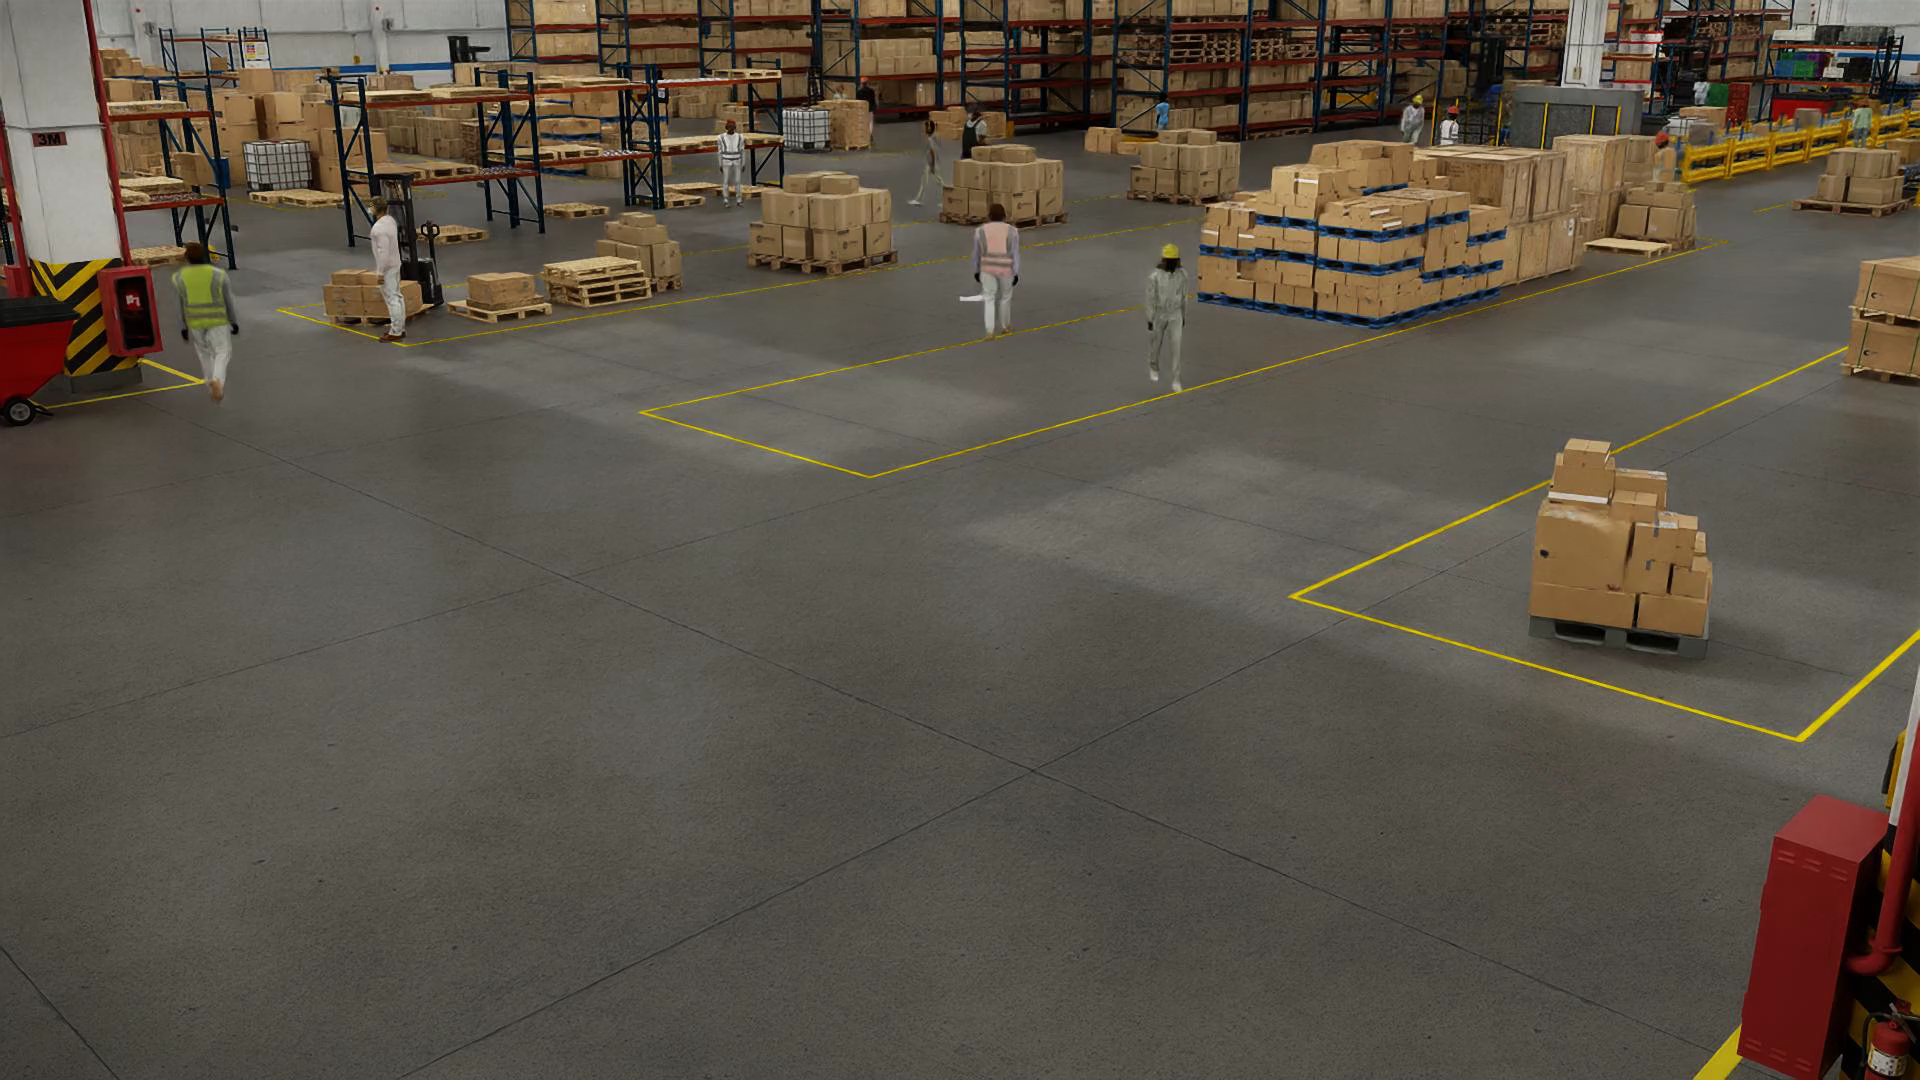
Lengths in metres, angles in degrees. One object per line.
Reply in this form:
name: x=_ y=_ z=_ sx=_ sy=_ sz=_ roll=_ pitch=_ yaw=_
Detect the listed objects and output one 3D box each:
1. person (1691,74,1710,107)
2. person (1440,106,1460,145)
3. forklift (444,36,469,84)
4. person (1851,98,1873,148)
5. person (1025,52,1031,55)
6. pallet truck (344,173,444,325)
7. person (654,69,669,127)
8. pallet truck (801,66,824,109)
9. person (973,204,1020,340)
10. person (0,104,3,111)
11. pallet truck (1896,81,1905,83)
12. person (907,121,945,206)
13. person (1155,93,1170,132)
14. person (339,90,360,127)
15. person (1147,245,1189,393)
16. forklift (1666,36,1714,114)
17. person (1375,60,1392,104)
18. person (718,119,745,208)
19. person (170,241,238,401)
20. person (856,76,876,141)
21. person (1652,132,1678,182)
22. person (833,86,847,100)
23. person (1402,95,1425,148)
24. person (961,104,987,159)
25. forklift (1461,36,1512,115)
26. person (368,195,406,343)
person: x=26.080 y=-15.596 z=58.677 sx=0.550 sy=1.648 sz=0.850 roll=16 pitch=24 yaw=40
person: x=11.425 y=-9.150 z=38.848 sx=0.398 sy=1.929 sz=0.542 roll=-9 pitch=20 yaw=-26
forklift: x=-18.776 y=-17.499 z=62.503 sx=1.129 sy=2.768 sz=1.873 roll=17 pitch=25 yaw=41
person: x=24.987 y=-11.412 z=46.114 sx=0.507 sy=1.631 sz=0.268 roll=-1 pitch=18 yaw=-2
person: x=3.068 y=-21.374 z=75.696 sx=0.408 sy=1.913 sz=0.641 roll=14 pitch=23 yaw=35
pallet truck: x=-8.209 y=-4.181 z=23.757 sx=0.823 sy=1.965 sz=1.885 roll=3 pitch=19 yaw=9
person: x=-10.125 y=-14.990 z=56.467 sx=0.588 sy=1.911 sz=0.396 roll=9 pitch=20 yaw=24
pallet truck: x=-4.812 y=-15.182 z=56.903 sx=0.823 sy=1.965 sz=1.885 roll=-9 pitch=21 yaw=-26
person: x=0.490 y=-3.618 z=22.384 sx=0.635 sy=1.800 sz=0.870 roll=2 pitch=18 yaw=6
person: x=-25.776 y=-11.237 z=45.186 sx=0.931 sy=1.890 sz=0.548 roll=14 pitch=23 yaw=37
pallet truck: x=34.802 y=-16.331 z=61.455 sx=0.653 sy=1.274 sz=1.630 roll=17 pitch=25 yaw=41
person: x=-0.617 y=-8.138 z=35.971 sx=1.000 sy=1.816 sz=0.545 roll=5 pitch=19 yaw=14
person: x=5.774 y=-11.932 z=47.581 sx=0.318 sy=1.696 sz=0.537 roll=16 pitch=24 yaw=39
person: x=-16.292 y=-11.005 z=44.410 sx=0.372 sy=1.940 sz=0.627 roll=12 pitch=22 yaw=31
person: x=2.429 y=-2.653 z=19.632 sx=0.499 sy=1.693 sz=0.911 roll=-2 pitch=18 yaw=-6
forklift: x=27.341 y=-17.291 z=61.877 sx=1.129 sy=2.768 sz=1.873 roll=17 pitch=25 yaw=41
person: x=17.071 y=-18.382 z=66.871 sx=0.637 sy=1.798 sz=0.625 roll=-9 pitch=20 yaw=-24
person: x=-4.896 y=-8.077 z=35.695 sx=0.574 sy=1.876 sz=0.356 roll=-6 pitch=19 yaw=-17
person: x=-8.539 y=-2.460 z=18.845 sx=0.636 sy=1.827 sz=0.697 roll=-3 pitch=19 yaw=-10
person: x=-2.879 y=-13.157 z=50.817 sx=0.639 sy=1.980 sz=0.574 roll=-5 pitch=19 yaw=-13
person: x=13.723 y=-7.013 z=32.454 sx=0.594 sy=1.905 sz=0.714 roll=-8 pitch=20 yaw=-23
person: x=-3.821 y=-13.522 z=52.523 sx=0.532 sy=1.605 sz=0.600 roll=-17 pitch=25 yaw=-42
person: x=12.283 y=-11.188 z=45.212 sx=0.589 sy=1.788 sz=0.865 roll=2 pitch=18 yaw=5
person: x=0.219 y=-8.972 z=38.124 sx=0.833 sy=2.000 sz=0.711 roll=-15 pitch=24 yaw=-39
forklift: x=19.851 y=-17.236 z=61.712 sx=1.873 sy=2.768 sz=1.129 roll=16 pitch=24 yaw=40
person: x=-7.618 y=-3.599 z=22.097 sx=0.373 sy=1.940 sz=0.630 roll=-2 pitch=18 yaw=-5
